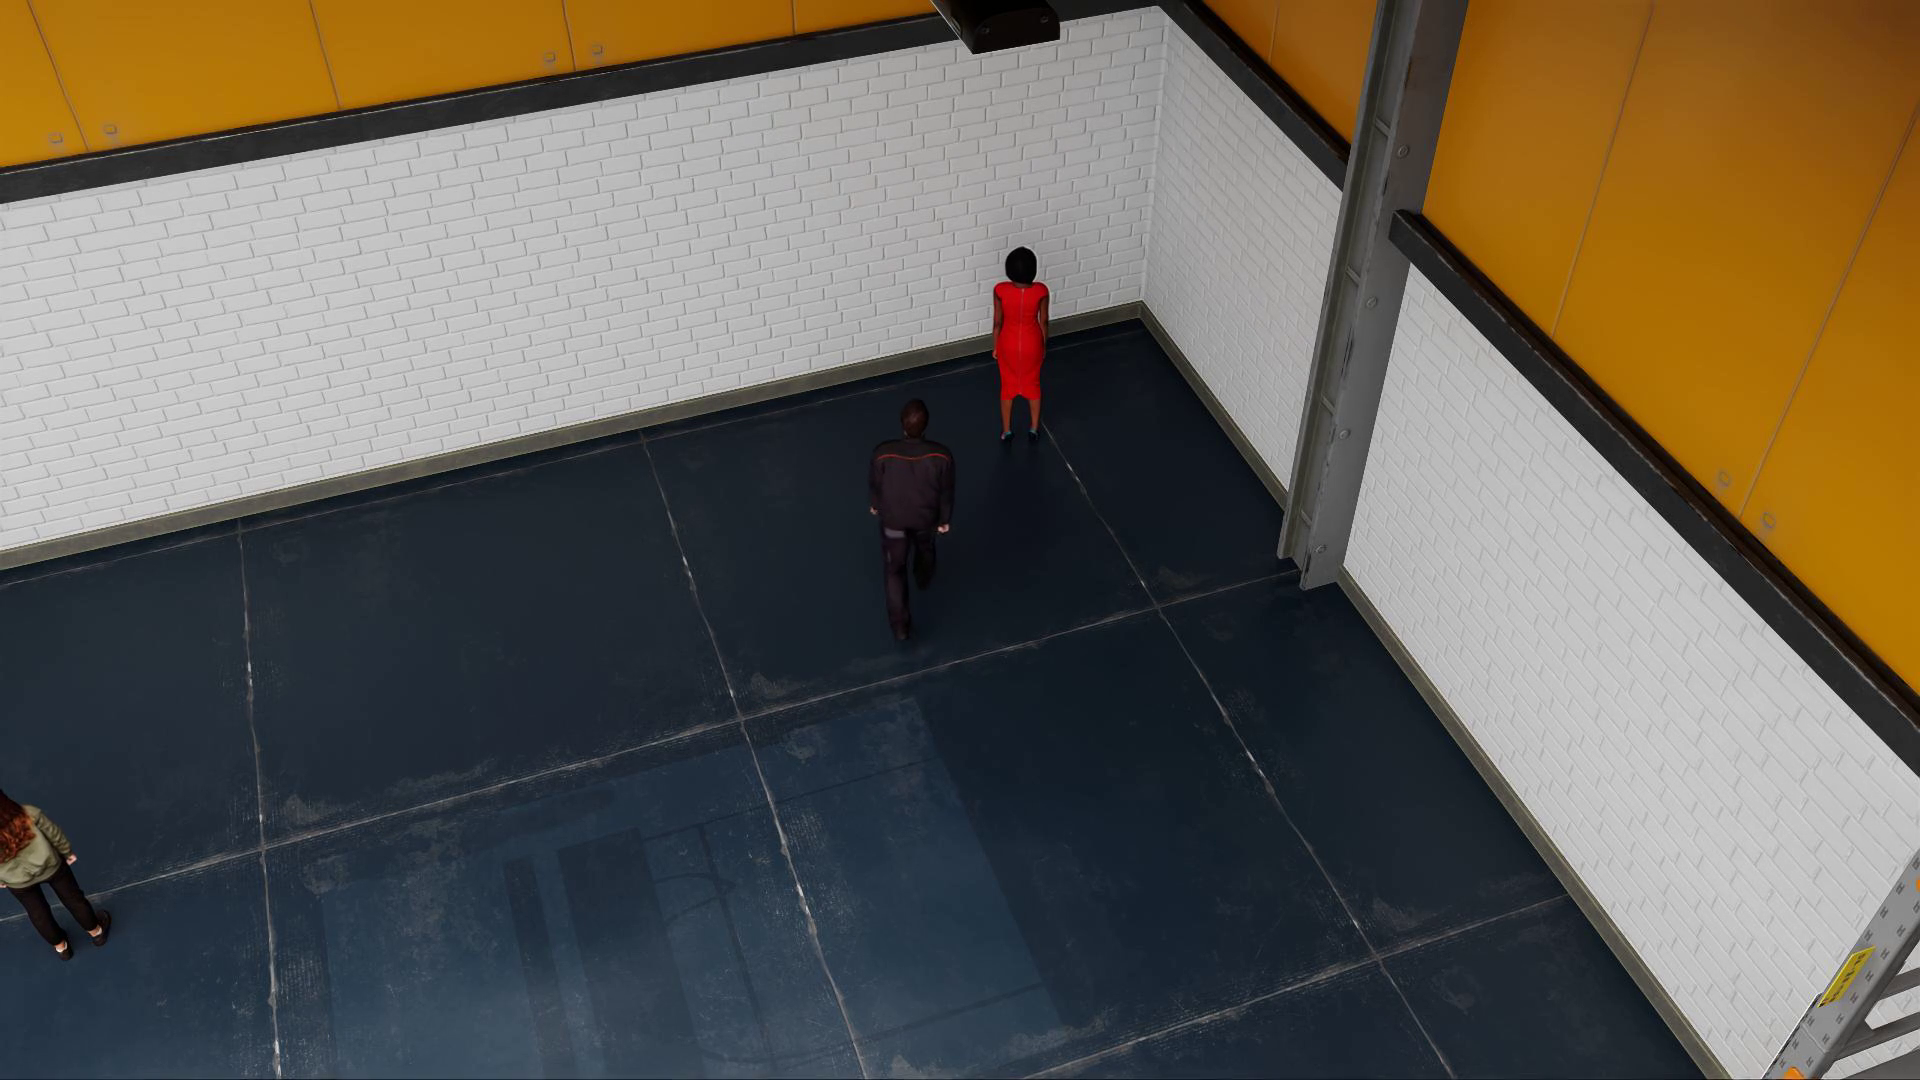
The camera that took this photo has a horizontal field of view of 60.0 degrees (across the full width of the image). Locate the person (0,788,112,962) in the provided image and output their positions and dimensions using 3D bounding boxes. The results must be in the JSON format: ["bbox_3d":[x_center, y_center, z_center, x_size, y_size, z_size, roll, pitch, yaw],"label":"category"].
[{"bbox_3d":[-5.106,1.806,9.156,0.608,1.476,0.560,-21,48,-21],"label":"person"}]

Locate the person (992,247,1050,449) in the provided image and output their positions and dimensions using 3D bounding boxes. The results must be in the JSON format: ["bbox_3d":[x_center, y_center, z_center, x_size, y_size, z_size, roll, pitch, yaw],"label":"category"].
[{"bbox_3d":[0.445,-1.417,12.346,0.627,1.743,0.615,1,44,1],"label":"person"}]

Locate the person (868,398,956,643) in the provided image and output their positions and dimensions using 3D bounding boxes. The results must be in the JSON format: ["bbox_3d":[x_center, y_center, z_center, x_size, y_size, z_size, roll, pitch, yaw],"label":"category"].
[{"bbox_3d":[-0.347,-0.121,10.935,0.868,1.812,1.173,-5,44,-5],"label":"person"}]
